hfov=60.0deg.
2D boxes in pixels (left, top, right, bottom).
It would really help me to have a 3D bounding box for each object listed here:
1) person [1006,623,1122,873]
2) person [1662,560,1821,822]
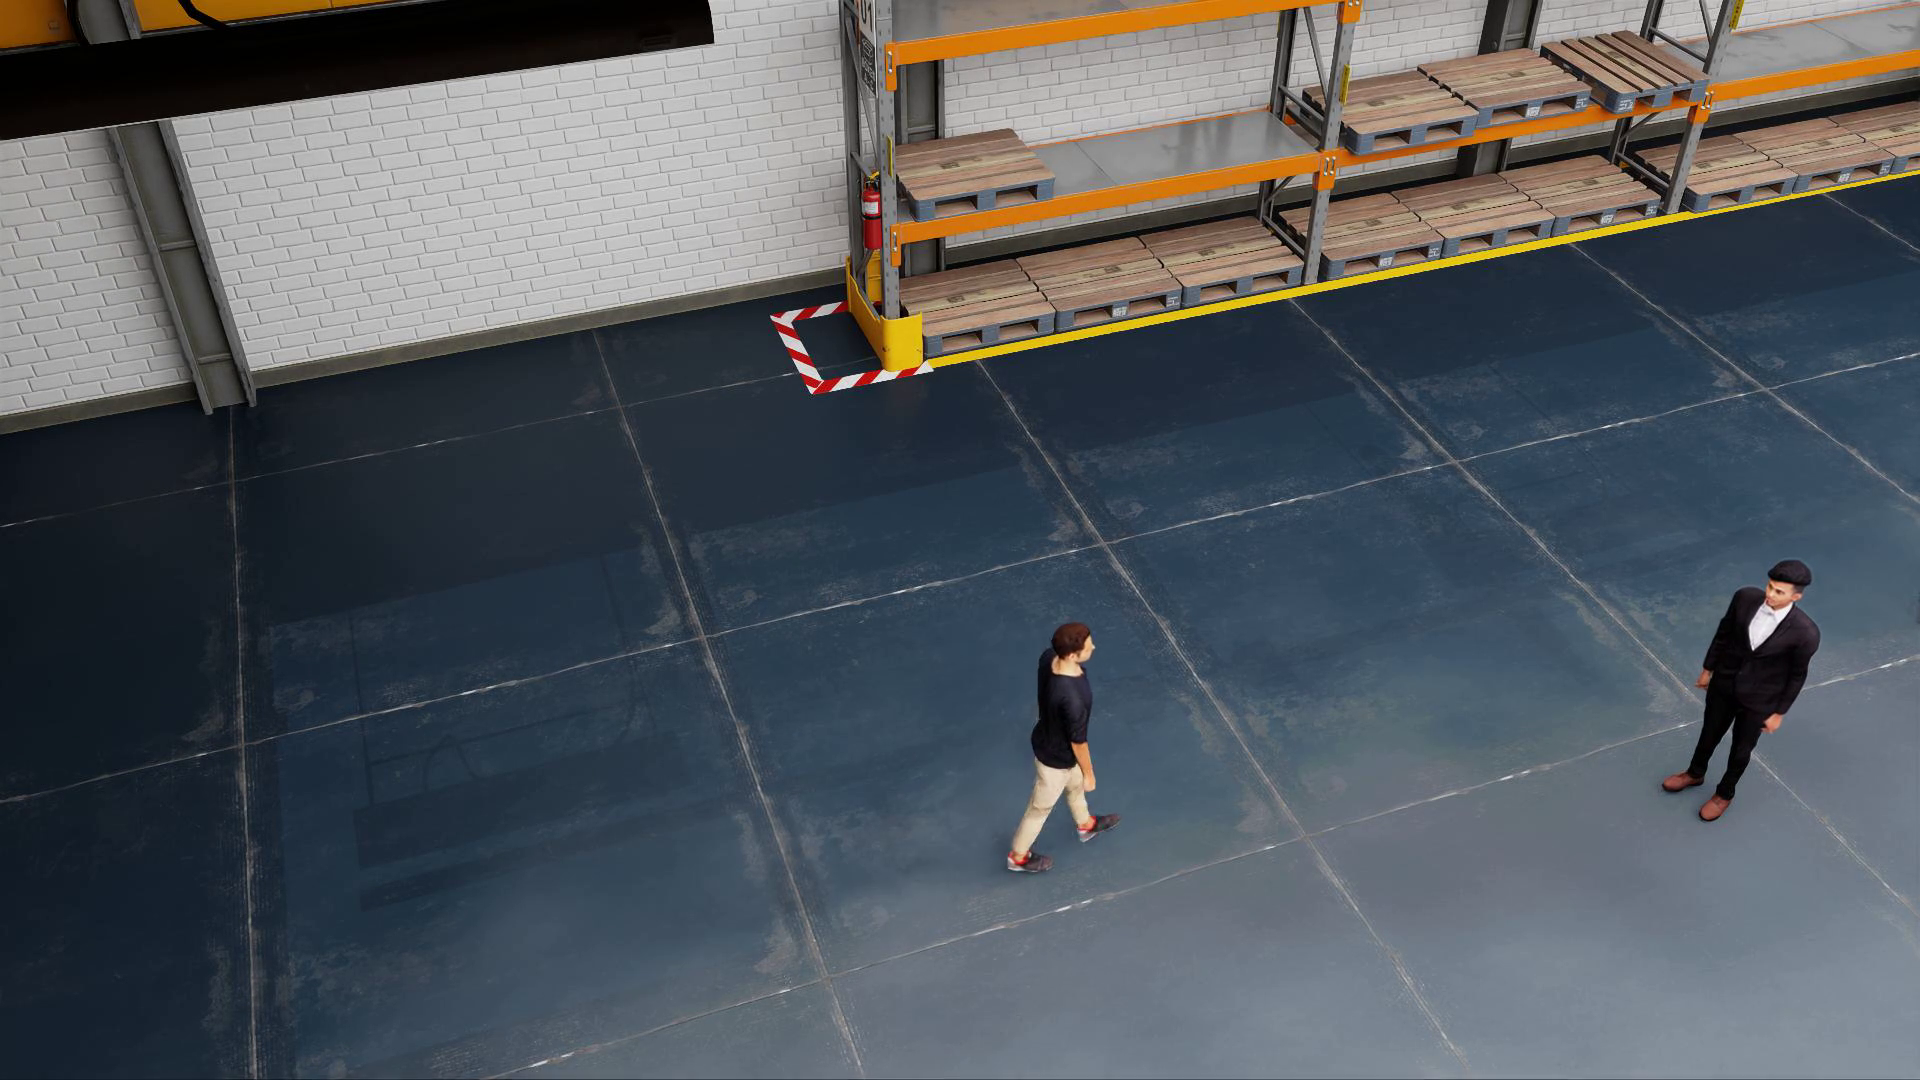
[{"bbox_3d":[0.451,1.186,9.294,1.008,1.826,0.760,-8,39,-10],"label":"person"},{"bbox_3d":[4.585,0.853,9.667,0.644,1.881,0.753,-23,44,-26],"label":"person"}]
